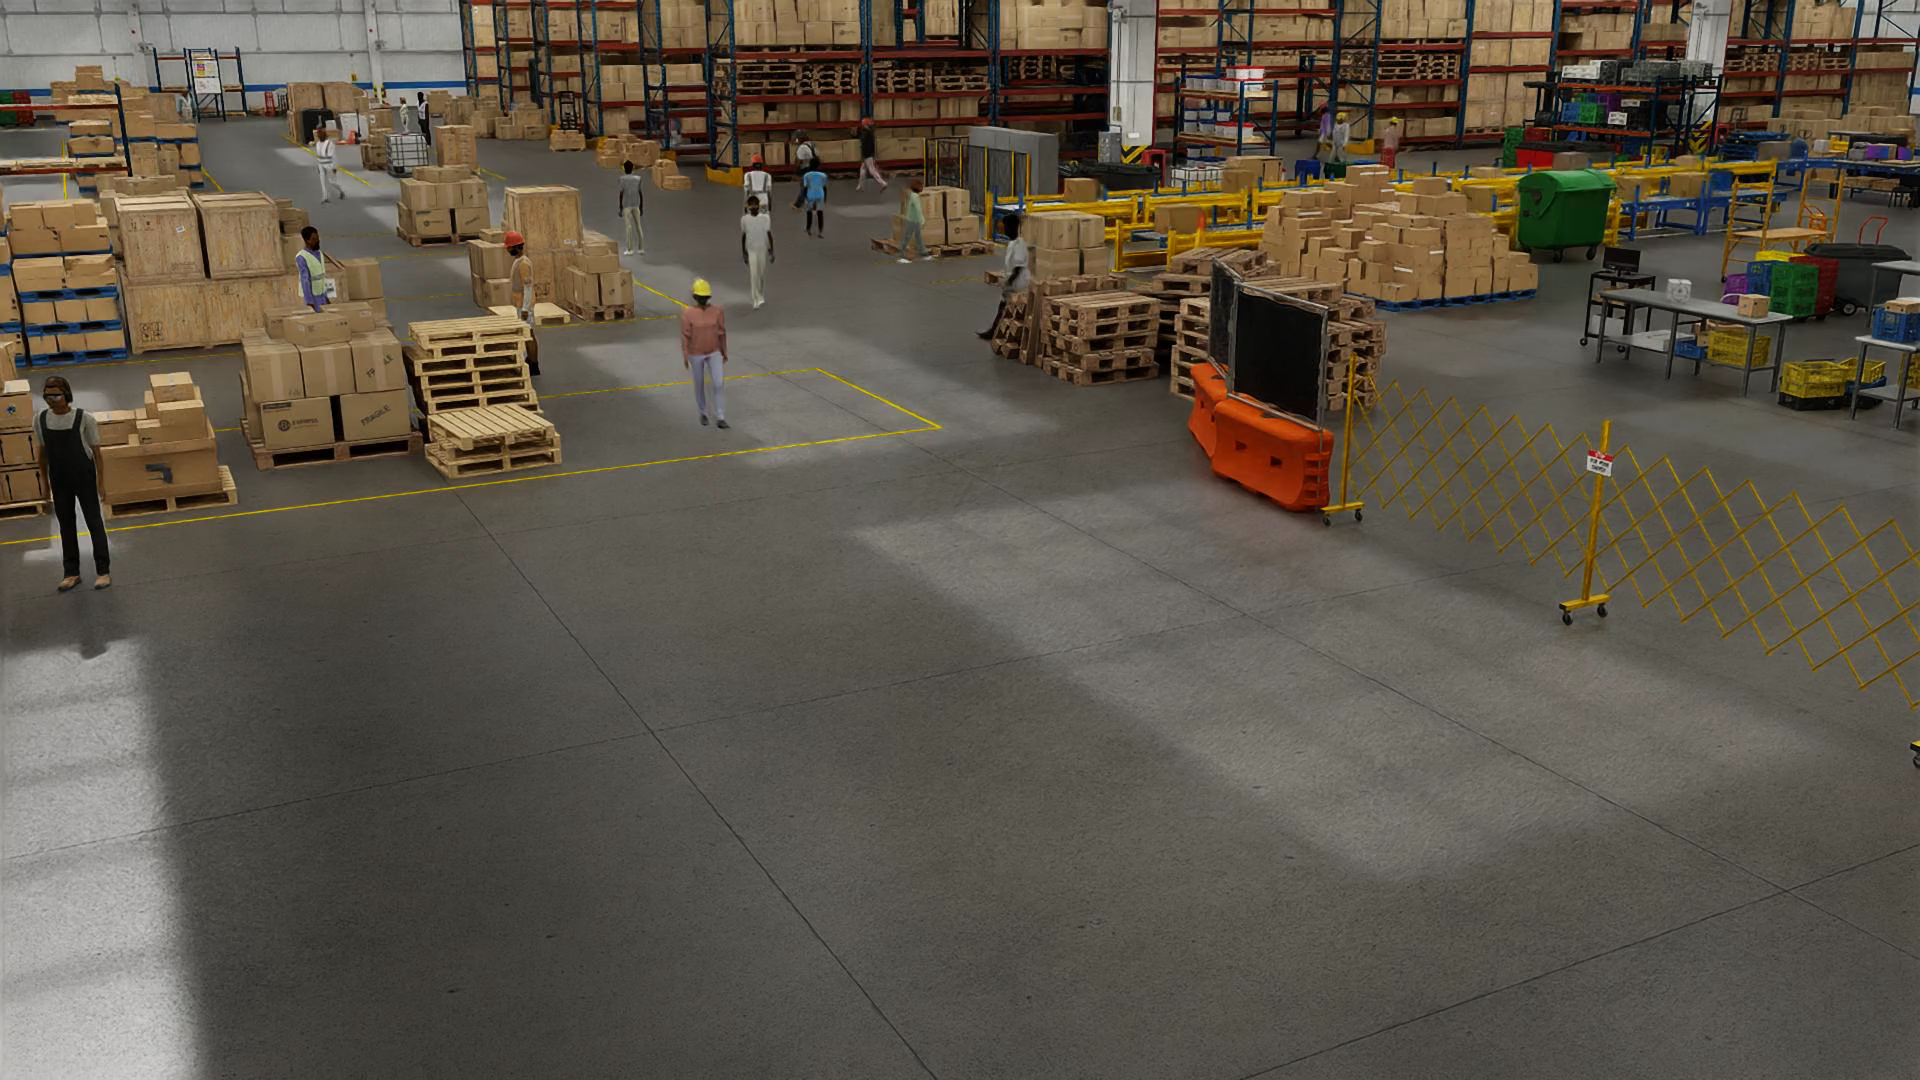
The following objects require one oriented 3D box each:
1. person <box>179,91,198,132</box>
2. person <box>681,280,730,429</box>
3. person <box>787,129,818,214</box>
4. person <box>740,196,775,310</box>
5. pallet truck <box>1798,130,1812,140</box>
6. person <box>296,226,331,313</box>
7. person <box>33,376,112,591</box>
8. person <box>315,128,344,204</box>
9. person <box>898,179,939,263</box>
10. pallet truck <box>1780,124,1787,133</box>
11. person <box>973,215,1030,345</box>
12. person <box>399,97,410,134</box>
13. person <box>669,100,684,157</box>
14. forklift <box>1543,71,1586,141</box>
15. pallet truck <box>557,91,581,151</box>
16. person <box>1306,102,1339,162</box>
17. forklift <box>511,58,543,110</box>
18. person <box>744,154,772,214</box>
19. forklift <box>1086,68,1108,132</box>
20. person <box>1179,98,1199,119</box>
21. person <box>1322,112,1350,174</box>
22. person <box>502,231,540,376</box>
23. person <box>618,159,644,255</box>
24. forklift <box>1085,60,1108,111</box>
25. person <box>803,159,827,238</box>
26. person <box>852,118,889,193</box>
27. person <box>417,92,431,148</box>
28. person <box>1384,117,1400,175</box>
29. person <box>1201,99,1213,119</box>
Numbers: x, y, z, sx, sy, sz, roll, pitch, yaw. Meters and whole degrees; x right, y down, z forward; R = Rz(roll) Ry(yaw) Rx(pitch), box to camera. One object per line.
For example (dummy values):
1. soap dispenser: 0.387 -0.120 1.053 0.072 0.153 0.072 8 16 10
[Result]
1. person: -30.228 -16.783 65.207 0.828 1.588 0.628 11 21 30
2. person: -2.948 -2.143 19.344 0.552 1.730 0.798 -7 19 -20
3. person: -3.729 -8.801 39.625 1.011 2.000 0.716 5 19 16
4. person: -3.326 -4.750 27.340 0.528 1.835 0.939 -3 18 -10
5. pallet truck: 25.526 -11.556 49.408 1.630 1.274 0.653 -9 20 -26
6. person: -8.821 -3.324 22.750 0.392 1.919 0.591 1 18 2
7. person: -7.458 -0.479 13.995 0.506 1.846 0.349 -2 18 -7
8. person: -15.886 -9.402 41.795 0.576 1.867 0.636 7 19 19
9. person: -0.817 -6.129 32.009 0.847 1.586 0.519 -1 18 -3
10. pallet truck: 25.206 -12.542 52.601 1.601 1.201 0.680 0 18 -2
11. person: 0.700 -3.723 23.991 1.013 1.906 0.629 -4 18 -12
12. person: -20.032 -15.133 60.012 0.306 1.640 0.523 -7 19 -21
13. person: -9.312 -13.475 54.539 0.433 1.827 0.650 -8 19 -23
14. forklift: 18.685 -13.231 52.085 1.873 2.768 1.129 -9 20 -26
15. pallet truck: -13.495 -14.412 57.188 0.823 1.965 1.885 -3 18 -9
16. person: 11.573 -12.881 52.630 1.034 1.882 0.535 3 18 10
17. forklift: -16.728 -17.565 65.595 1.873 2.768 1.129 -9 20 -26
18. person: -4.112 -6.881 33.870 0.575 1.891 0.949 -3 18 -9
19. forklift: 4.533 -14.169 55.007 1.873 2.768 1.129 -9 20 -26
20. person: 8.482 -15.770 61.654 0.643 1.857 0.988 -8 19 -23
21. person: 11.006 -11.560 48.603 0.821 1.801 0.621 -12 22 -34
22. person: -5.850 -3.146 22.180 0.375 1.927 0.543 -7 19 -22
23. person: -6.542 -6.607 33.059 0.519 1.874 0.326 -10 20 -27
24. forklift: 5.306 -17.401 65.084 1.129 2.768 1.873 -10 20 -27
25. person: -3.121 -7.351 35.720 0.552 1.644 0.872 -7 19 -20
26. person: -2.353 -10.158 43.994 0.951 1.966 0.607 0 18 0
27. person: -18.807 -14.744 58.370 0.587 1.911 0.397 14 23 38
28. person: 12.365 -11.229 47.649 0.374 1.757 0.523 -8 19 -22
29. person: 9.044 -15.498 60.600 0.618 2.005 0.999 -13 22 -35
